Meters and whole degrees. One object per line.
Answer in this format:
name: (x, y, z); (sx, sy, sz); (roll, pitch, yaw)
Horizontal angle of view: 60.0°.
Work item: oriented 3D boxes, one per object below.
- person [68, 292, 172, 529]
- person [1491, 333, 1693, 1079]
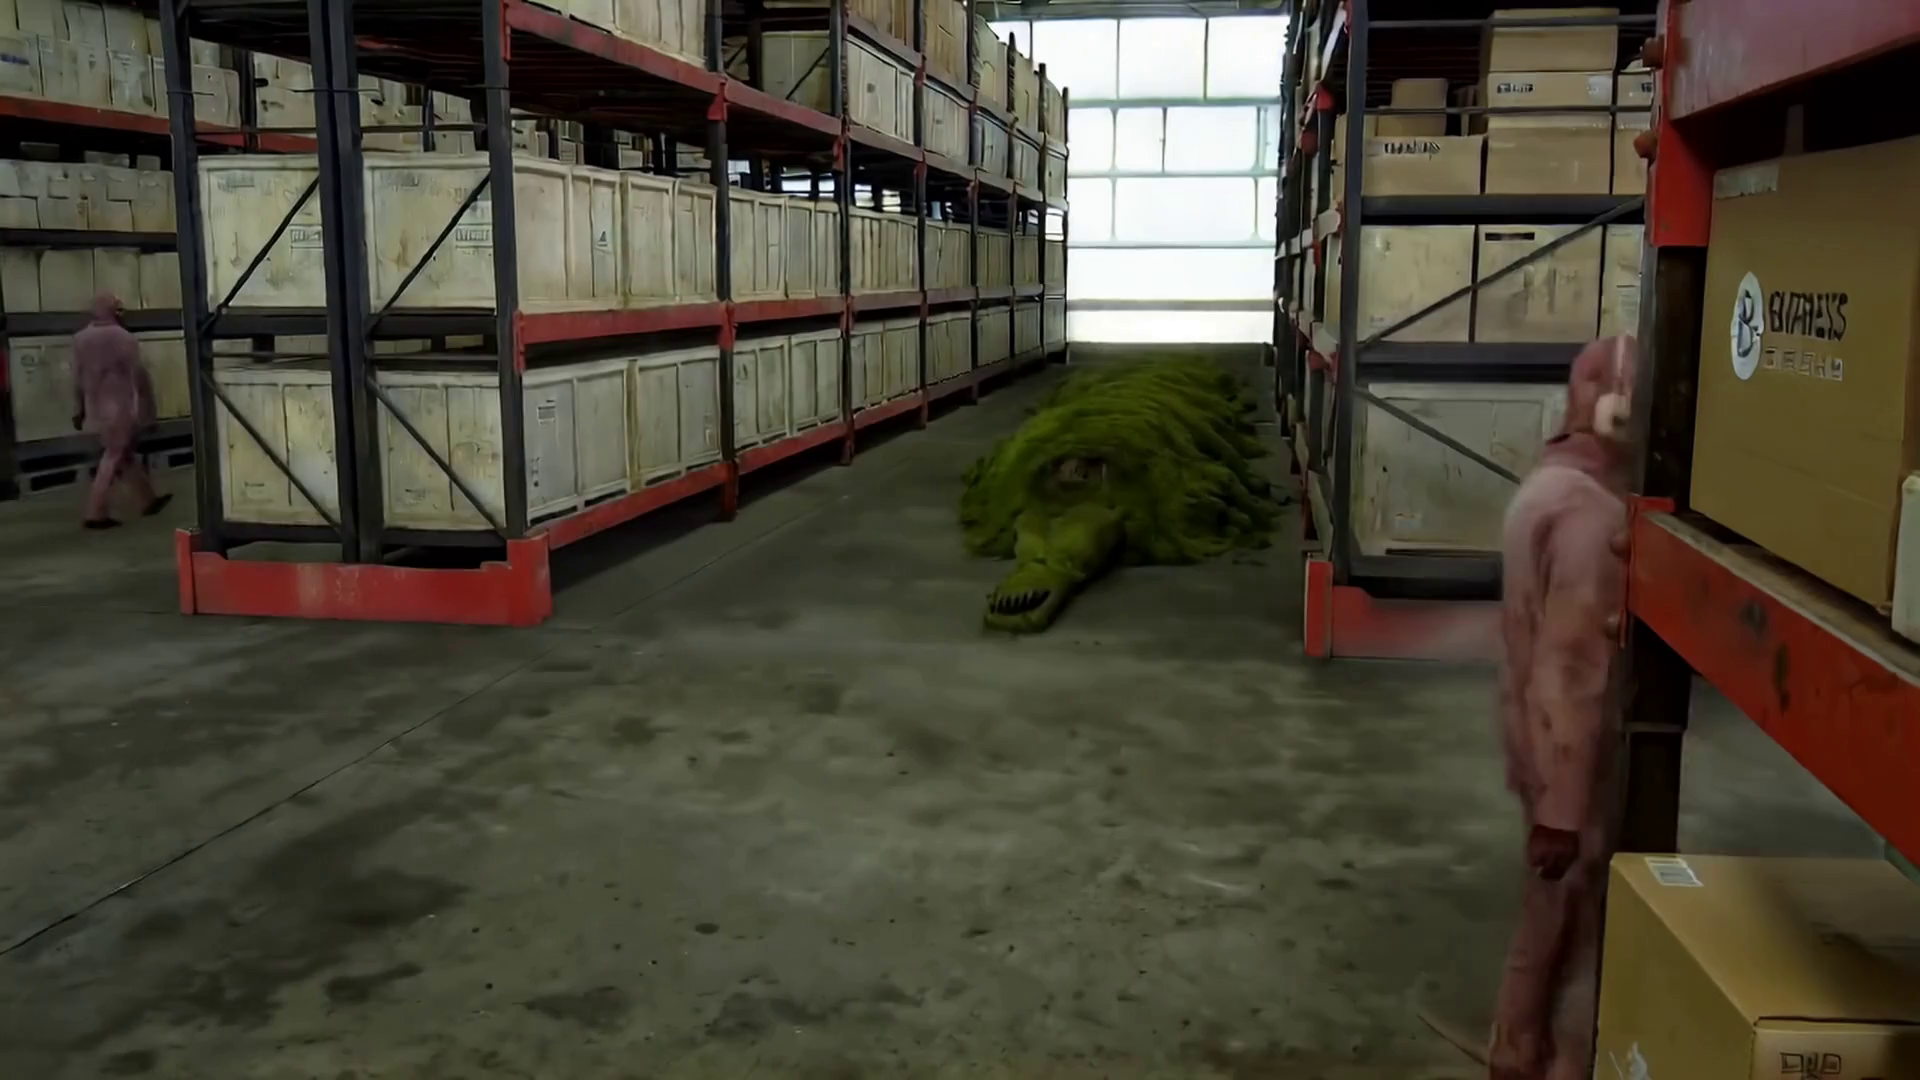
person: (-6.717, -1.049, 13.348); (0.672, 1.854, 1.007); (3, 10, 19)
person: (1.418, 0.498, 3.665); (0.475, 1.893, 0.653); (2, 9, 11)
